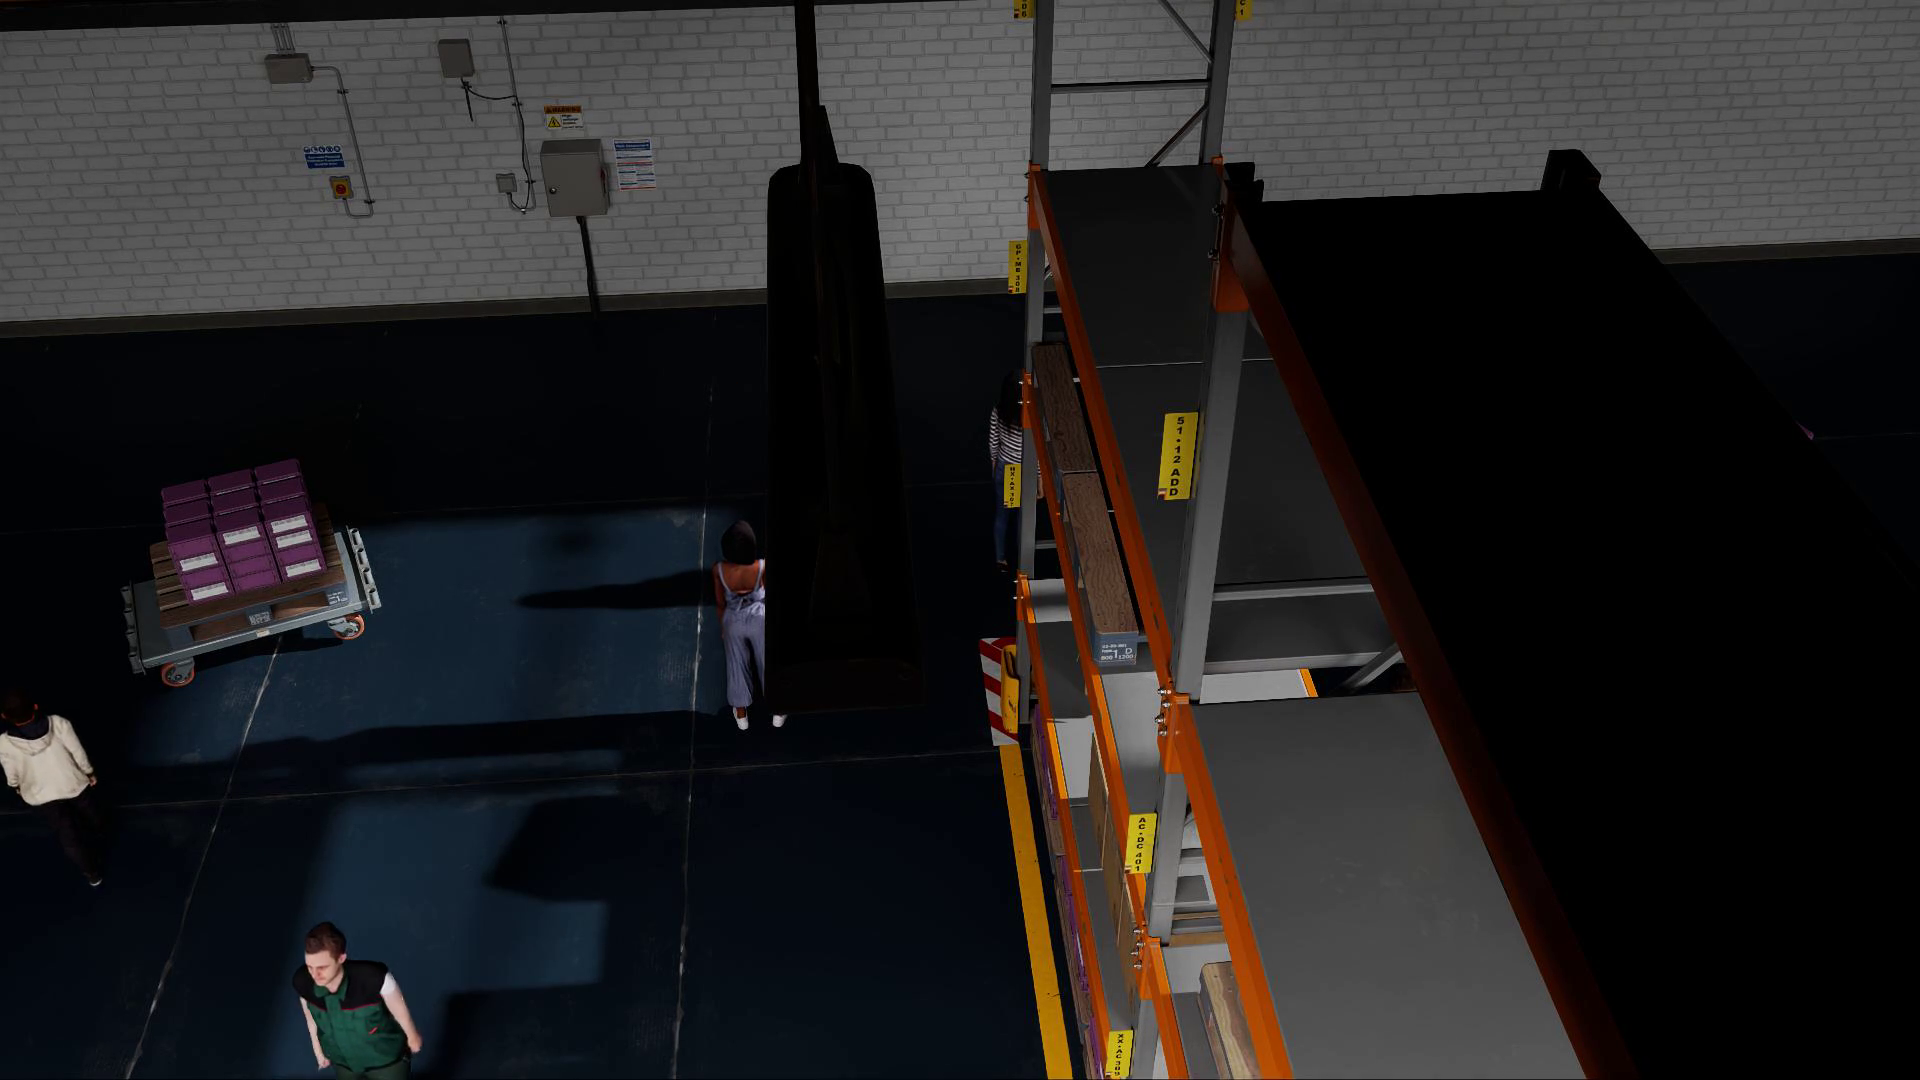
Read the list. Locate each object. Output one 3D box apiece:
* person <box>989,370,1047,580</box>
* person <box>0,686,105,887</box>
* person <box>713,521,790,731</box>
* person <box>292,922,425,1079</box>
[{"bbox_3d":[0.402,-0.442,11.965,0.647,1.796,0.689,24,45,27],"label":"person"},{"bbox_3d":[-5.330,1.494,9.832,0.840,1.432,0.977,-22,43,-25],"label":"person"},{"bbox_3d":[-1.362,0.556,10.794,0.565,1.696,0.525,-2,39,-3],"label":"person"},{"bbox_3d":[-2.924,2.468,8.293,0.714,1.831,0.721,4,39,5],"label":"person"}]
